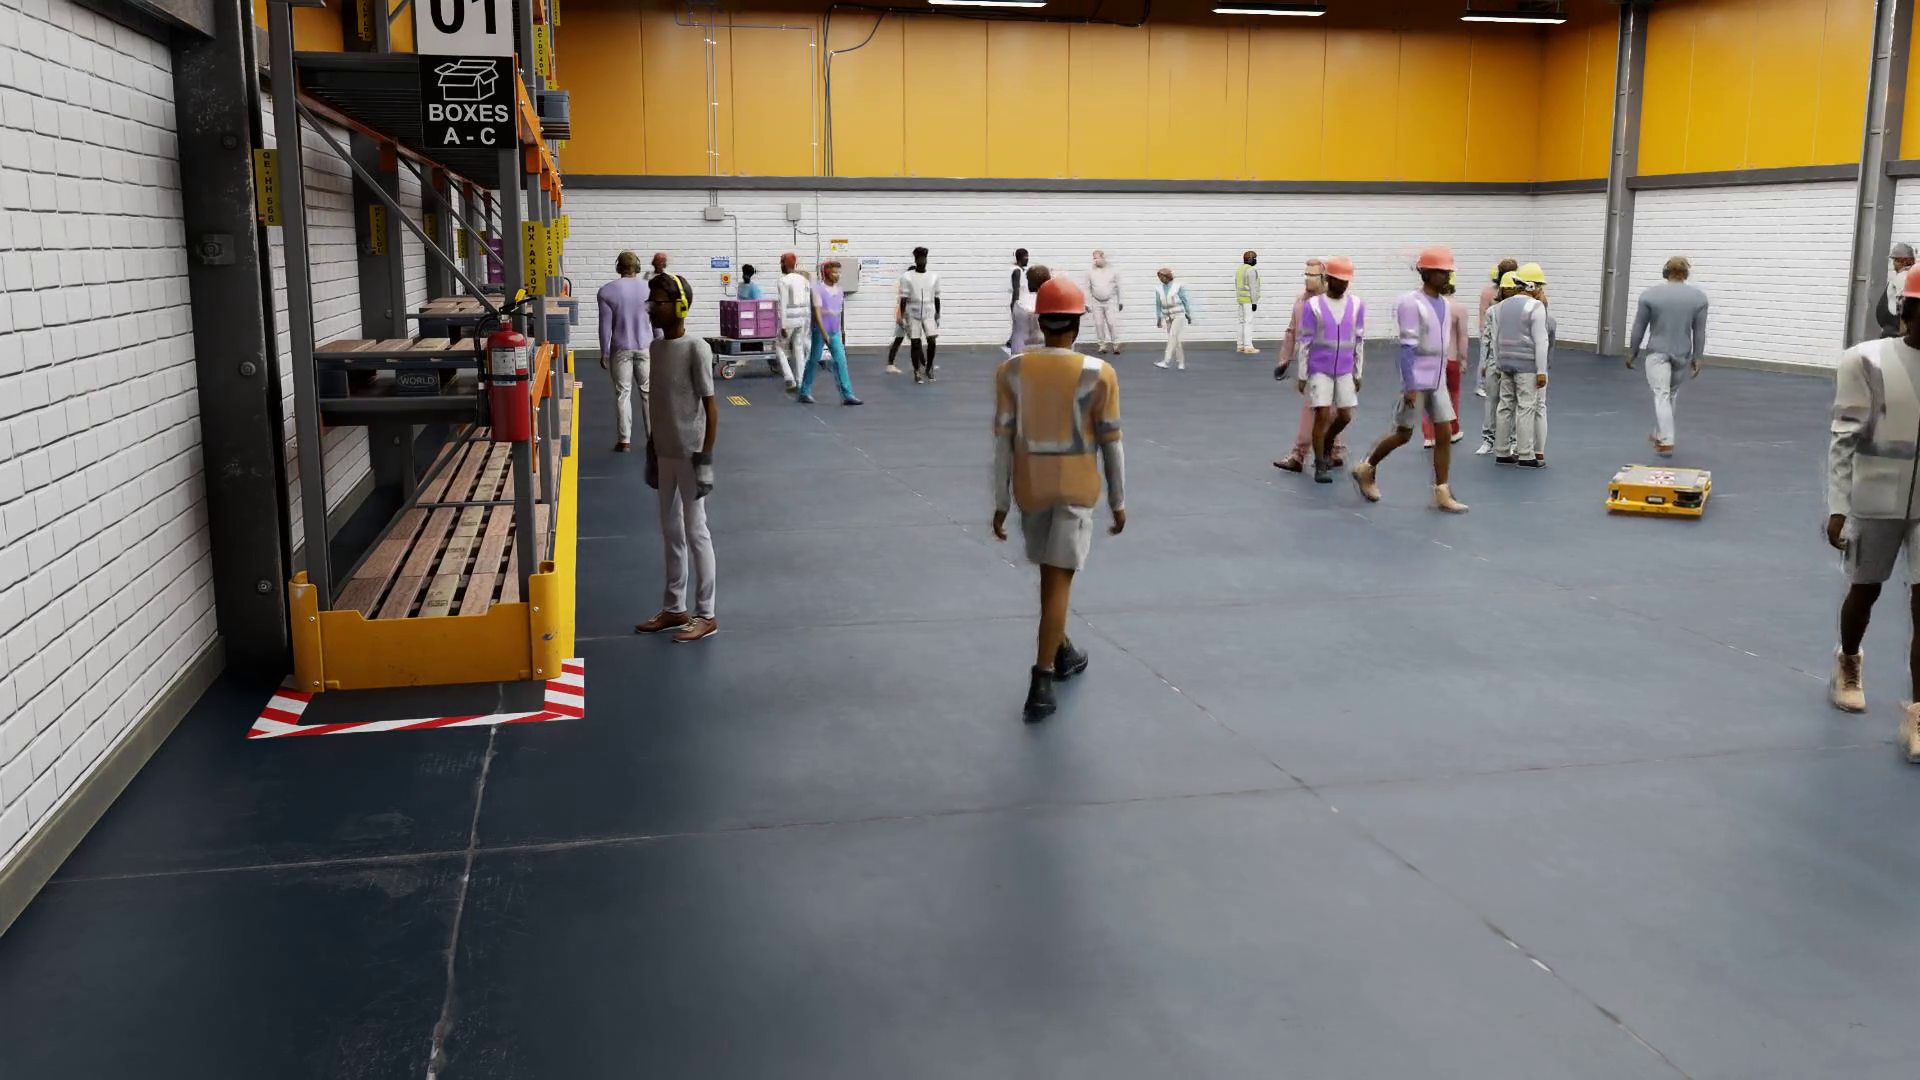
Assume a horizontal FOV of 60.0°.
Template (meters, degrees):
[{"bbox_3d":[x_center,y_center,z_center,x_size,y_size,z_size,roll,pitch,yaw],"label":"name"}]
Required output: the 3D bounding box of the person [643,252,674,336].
[{"bbox_3d":[-4.577,-3.459,25.380,0.622,1.856,0.526,4,11,22],"label":"person"}]

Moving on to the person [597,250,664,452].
[{"bbox_3d":[-3.164,-1.812,16.032,0.633,1.936,0.355,-4,11,-20],"label":"person"}]

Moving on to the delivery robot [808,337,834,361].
[{"bbox_3d":[-2.300,-2.940,25.852,0.707,0.478,0.477,-5,11,-26],"label":"delivery robot"}]

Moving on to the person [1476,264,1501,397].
[{"bbox_3d":[6.906,-2.685,21.456,0.540,1.723,0.704,-3,11,-14],"label":"person"}]

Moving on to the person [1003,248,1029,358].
[{"bbox_3d":[1.003,-4.009,28.304,0.447,1.900,0.619,1,10,6],"label":"person"}]

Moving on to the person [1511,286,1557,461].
[{"bbox_3d":[5.210,-1.515,15.220,0.500,1.636,0.284,-5,11,-24],"label":"person"}]

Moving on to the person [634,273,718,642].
[{"bbox_3d":[-1.438,-0.415,8.479,0.336,1.873,0.521,-10,14,-43],"label":"person"}]

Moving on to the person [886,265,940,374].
[{"bbox_3d":[-0.722,-3.328,25.208,0.873,1.634,0.607,-3,11,-18],"label":"person"}]

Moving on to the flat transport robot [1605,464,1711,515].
[{"bbox_3d":[5.400,-0.398,12.816,0.652,0.197,1.431,5,11,26],"label":"flat transport robot"}]

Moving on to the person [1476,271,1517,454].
[{"bbox_3d":[5.172,-1.662,15.739,0.486,1.744,0.294,6,12,29],"label":"person"}]

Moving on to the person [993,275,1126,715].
[{"bbox_3d":[0.437,-0.216,7.343,0.564,1.888,0.986,4,11,21],"label":"person"}]

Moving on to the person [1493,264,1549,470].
[{"bbox_3d":[5.027,-1.544,14.860,0.404,1.825,0.587,-5,11,-25],"label":"person"}]

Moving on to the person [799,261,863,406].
[{"bbox_3d":[-1.646,-2.557,20.602,1.006,1.786,0.557,10,14,43],"label":"person"}]

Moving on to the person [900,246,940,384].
[{"bbox_3d":[-0.560,-3.183,23.585,0.615,1.948,0.452,-2,10,-10],"label":"person"}]

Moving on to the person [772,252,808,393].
[{"bbox_3d":[-2.256,-2.876,22.114,0.442,1.867,0.587,8,13,36],"label":"person"}]

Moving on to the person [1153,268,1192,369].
[{"bbox_3d":[3.314,-3.463,26.132,0.739,1.589,0.556,-9,13,-40],"label":"person"}]

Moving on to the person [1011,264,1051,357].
[{"bbox_3d":[0.749,-1.570,15.000,0.638,1.823,0.645,-6,12,-28],"label":"person"}]

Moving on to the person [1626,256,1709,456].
[{"bbox_3d":[6.756,-1.757,15.888,0.645,1.893,1.013,1,10,5],"label":"person"}]

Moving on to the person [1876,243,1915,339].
[{"bbox_3d":[12.281,-2.891,21.723,1.004,2.000,0.697,10,14,43],"label":"person"}]

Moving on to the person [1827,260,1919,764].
[{"bbox_3d":[3.862,-0.172,6.807,0.611,1.998,1.052,4,11,20],"label":"person"}]

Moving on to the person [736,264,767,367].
[{"bbox_3d":[-3.351,-3.640,26.908,0.747,1.658,0.553,-7,12,-33],"label":"person"}]

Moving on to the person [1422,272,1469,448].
[{"bbox_3d":[4.791,-1.796,16.475,0.548,1.733,0.800,6,12,29],"label":"person"}]

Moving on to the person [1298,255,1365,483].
[{"bbox_3d":[3.120,-1.444,14.044,0.564,1.913,0.551,-1,10,-5],"label":"person"}]

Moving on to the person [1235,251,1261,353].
[{"bbox_3d":[5.217,-4.297,30.069,0.429,1.842,0.636,-3,11,-16],"label":"person"}]

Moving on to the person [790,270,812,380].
[{"bbox_3d":[-2.178,-2.909,22.976,0.510,1.612,0.521,3,11,17],"label":"person"}]

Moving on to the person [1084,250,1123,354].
[{"bbox_3d":[2.546,-4.237,29.666,0.667,1.867,0.500,3,11,14],"label":"person"}]

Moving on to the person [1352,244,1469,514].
[{"bbox_3d":[3.450,-1.226,12.609,0.612,2.013,0.935,-8,13,-36],"label":"person"}]

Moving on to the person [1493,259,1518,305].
[{"bbox_3d":[6.590,-2.461,20.043,0.431,1.825,0.670,6,12,32],"label":"person"}]

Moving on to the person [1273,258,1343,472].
[{"bbox_3d":[3.081,-1.528,14.662,0.982,1.868,0.641,-4,11,-23],"label":"person"}]
